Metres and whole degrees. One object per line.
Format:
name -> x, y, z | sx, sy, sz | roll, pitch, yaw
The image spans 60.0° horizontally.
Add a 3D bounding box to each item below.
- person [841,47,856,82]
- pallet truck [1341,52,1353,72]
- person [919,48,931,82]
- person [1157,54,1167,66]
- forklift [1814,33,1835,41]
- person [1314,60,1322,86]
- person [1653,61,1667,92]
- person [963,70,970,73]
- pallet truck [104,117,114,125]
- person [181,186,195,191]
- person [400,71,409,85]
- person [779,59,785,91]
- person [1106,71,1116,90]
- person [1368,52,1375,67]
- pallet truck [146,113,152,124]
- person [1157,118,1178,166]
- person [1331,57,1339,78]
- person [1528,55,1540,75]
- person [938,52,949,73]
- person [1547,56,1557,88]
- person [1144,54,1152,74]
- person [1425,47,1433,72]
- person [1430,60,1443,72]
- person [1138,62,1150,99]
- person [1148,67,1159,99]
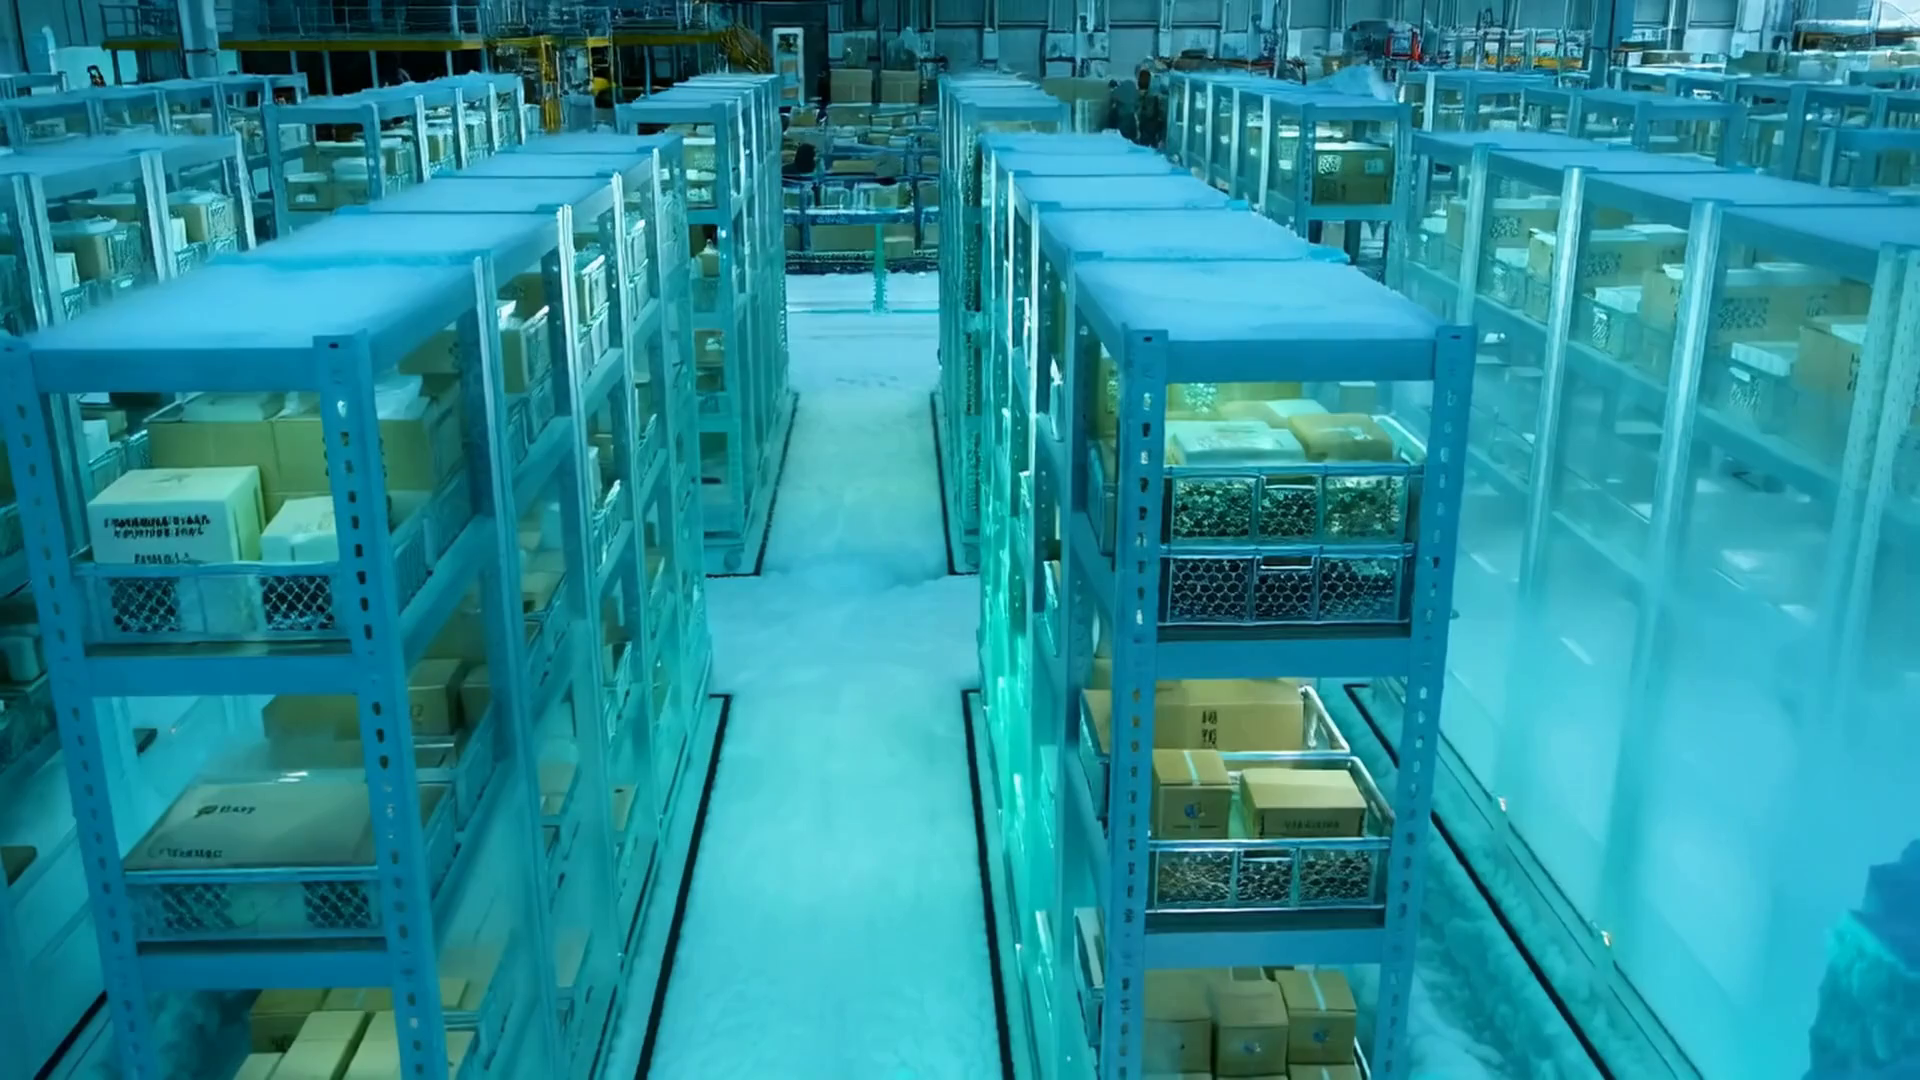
person -> -6.327, -26.833, 93.877 | 0.992, 1.894, 0.610 | 3, 18, 8
pallet truck -> 18.794, -23.123, 82.231 | 0.823, 1.965, 1.885 | -13, 22, -35
person -> -2.090, -26.676, 93.403 | 1.005, 1.878, 0.543 | 1, 18, 3
person -> 9.901, -23.025, 82.142 | 0.623, 1.894, 1.002 | -16, 24, -41
forklift -> 44.096, -24.547, 85.225 | 1.129, 2.768, 1.873 | 7, 19, 21
person -> 16.906, -21.739, 78.365 | 0.377, 1.726, 0.505 | 12, 21, 32
person -> 30.128, -19.576, 71.395 | 0.615, 1.912, 0.997 | 0, 18, -2
person -> 0.267, -15.827, 59.626 | 0.787, 2.016, 0.620 | -10, 20, -28
pallet truck -> -18.367, -7.885, 35.078 | 1.885, 1.965, 0.823 | 1, 18, 2
person -> -12.513, -5.078, 26.712 | 0.768, 1.802, 0.612 | 12, 21, 32
person -> -20.876, -16.825, 63.001 | 0.976, 1.830, 0.603 | 0, 18, 0
person -> -8.701, -22.745, 81.315 | 0.429, 1.843, 0.622 | -7, 19, -21
person -> 5.661, -16.605, 62.298 | 0.328, 1.858, 0.501 | -15, 23, -38
person -> 21.269, -24.280, 86.066 | 0.345, 1.840, 0.504 | -3, 18, -10
pallet truck -> -18.087, -8.309, 36.390 | 1.885, 1.965, 0.823 | -1, 18, -4
person -> 4.960, -9.185, 39.544 | 0.537, 1.716, 0.897 | 7, 19, 21
person -> 18.924, -23.427, 83.667 | 0.518, 1.682, 0.548 | 13, 22, 36
person -> 27.158, -21.936, 78.682 | 0.636, 1.921, 0.792 | -7, 19, -21
person -> -0.843, -23.930, 84.880 | 0.591, 1.907, 0.744 | 0, 18, -1
person -> 27.947, -21.852, 78.456 | 0.594, 1.896, 0.734 | -14, 23, -37
person -> 9.261, -23.388, 83.335 | 0.783, 1.815, 0.661 | 2, 18, 5
person -> 26.030, -26.388, 92.429 | 0.359, 1.939, 0.542 | -1, 18, -3
person -> 20.986, -20.238, 73.492 | 0.629, 1.890, 0.818 | 12, 22, 33
person -> 7.462, -18.425, 67.696 | 0.387, 1.992, 0.626 | -15, 23, -39
person -> 8.092, -18.990, 69.839 | 0.540, 1.742, 0.661 | -4, 18, -13
